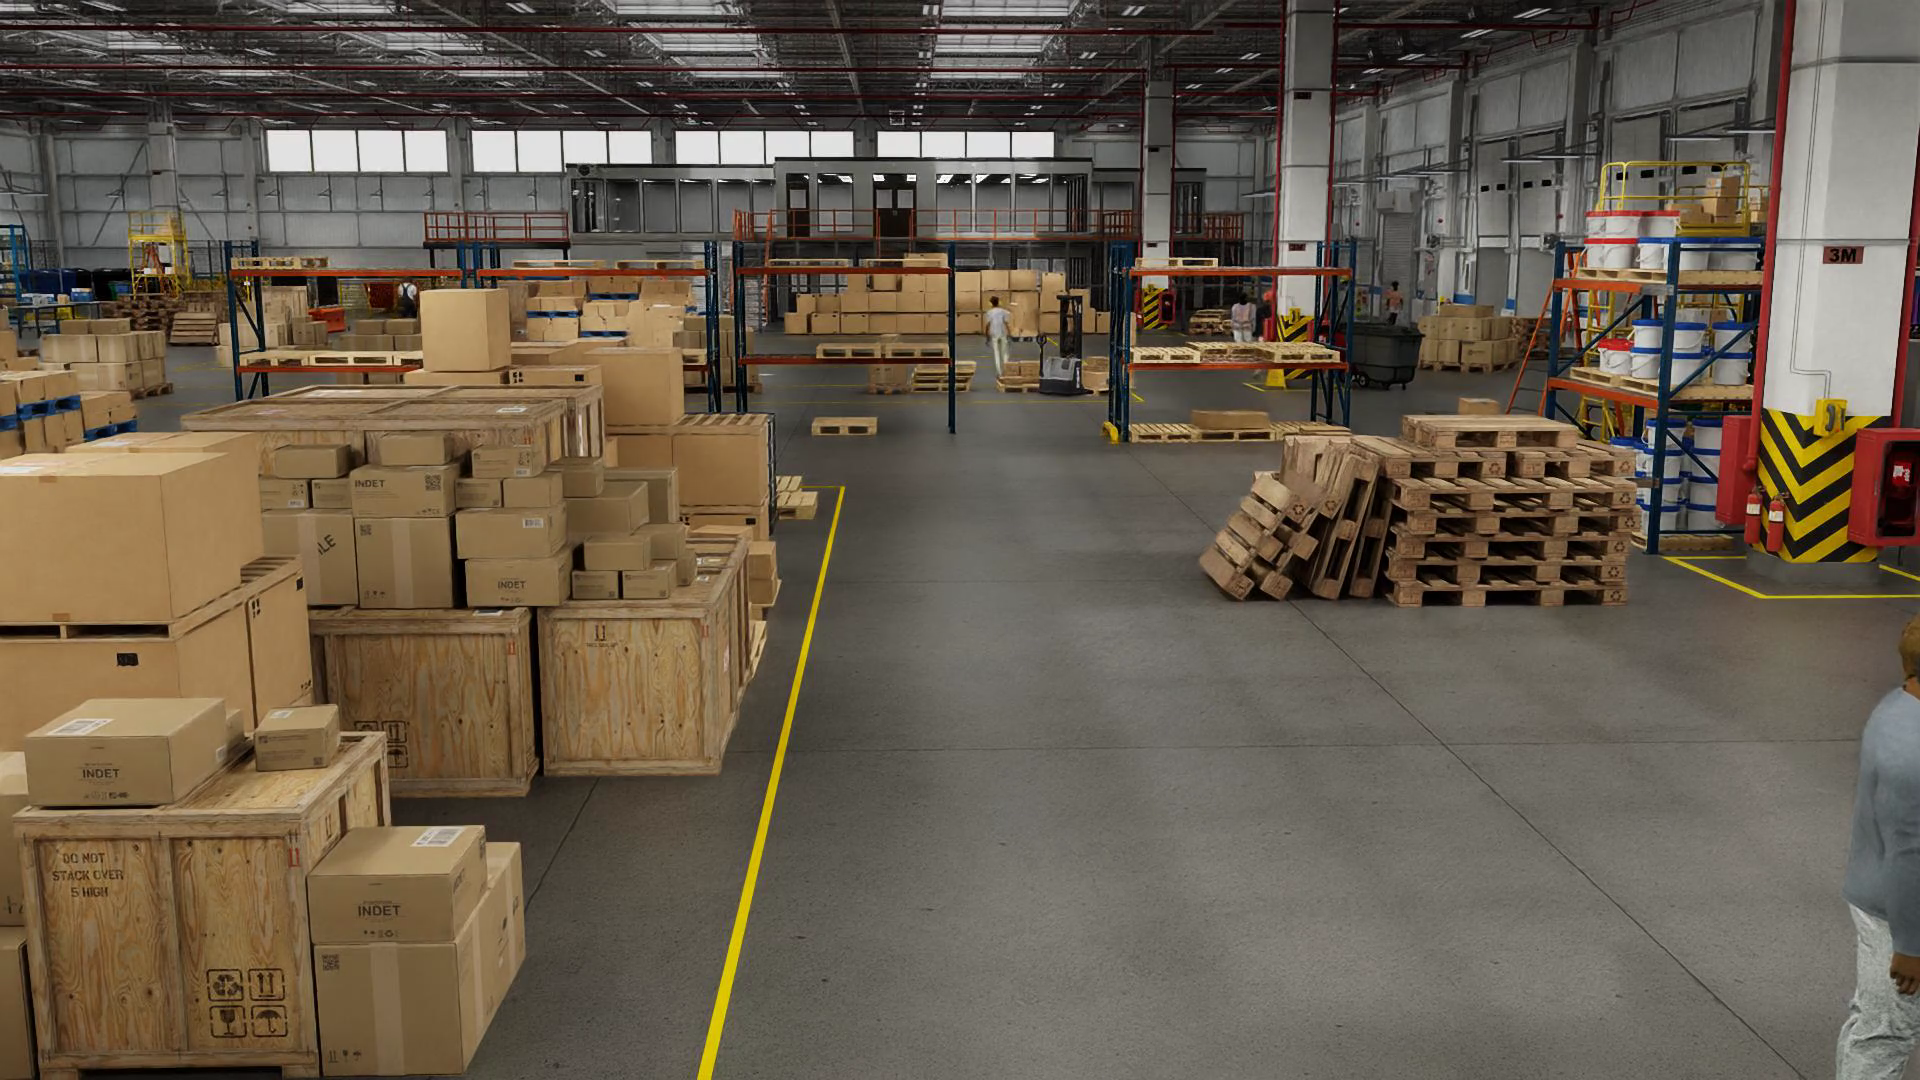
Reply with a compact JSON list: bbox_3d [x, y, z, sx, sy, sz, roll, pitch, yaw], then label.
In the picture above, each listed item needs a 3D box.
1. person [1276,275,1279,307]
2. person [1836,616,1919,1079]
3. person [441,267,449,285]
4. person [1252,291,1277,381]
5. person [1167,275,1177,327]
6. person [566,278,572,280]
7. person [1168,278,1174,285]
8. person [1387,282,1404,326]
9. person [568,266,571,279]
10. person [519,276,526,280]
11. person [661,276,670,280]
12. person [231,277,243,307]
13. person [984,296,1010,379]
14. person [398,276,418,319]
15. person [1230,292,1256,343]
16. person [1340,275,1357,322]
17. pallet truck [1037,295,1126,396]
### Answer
[{"bbox_3d":[13.895,-10.831,72.015,0.626,1.898,0.949,1,10,4],"label":"person"},{"bbox_3d":[2.940,1.157,5.157,0.368,1.939,0.632,6,12,28],"label":"person"},{"bbox_3d":[-22.983,-11.233,74.333,0.346,1.882,0.584,-8,13,-38],"label":"person"},{"bbox_3d":[6.698,-4.431,36.284,0.616,1.940,1.018,4,11,23],"label":"person"},{"bbox_3d":[7.537,-8.611,59.416,0.395,1.994,0.613,2,10,9],"label":"person"},{"bbox_3d":[-12.319,-7.235,52.021,0.916,1.910,0.638,-1,10,-5],"label":"person"},{"bbox_3d":[8.073,-9.357,64.232,0.470,1.750,0.550,9,14,41],"label":"person"},{"bbox_3d":[14.868,-7.990,56.822,0.547,1.675,0.532,-3,11,-15],"label":"person"},{"bbox_3d":[-17.858,-11.616,76.340,0.588,1.930,0.358,-10,14,-43],"label":"person"},{"bbox_3d":[-15.045,-8.162,57.203,0.554,1.895,0.855,-2,10,-12],"label":"person"},{"bbox_3d":[-9.352,-7.464,53.011,0.638,1.993,1.040,-5,11,-26],"label":"person"},{"bbox_3d":[-26.344,-8.678,60.514,0.527,1.740,0.811,2,10,10],"label":"person"},{"bbox_3d":[0.818,-4.485,36.904,0.550,1.826,0.520,-1,10,-8],"label":"person"},{"bbox_3d":[-18.030,-7.726,54.361,0.691,2.000,0.739,3,11,18],"label":"person"},{"bbox_3d":[6.848,-5.089,40.268,0.643,1.823,0.491,4,11,19],"label":"person"},{"bbox_3d":[13.419,-8.180,57.359,0.768,1.867,0.587,2,10,10],"label":"person"},{"bbox_3d":[2.483,-3.881,33.060,1.885,1.965,0.823,-7,13,-36],"label":"pallet truck"}]
